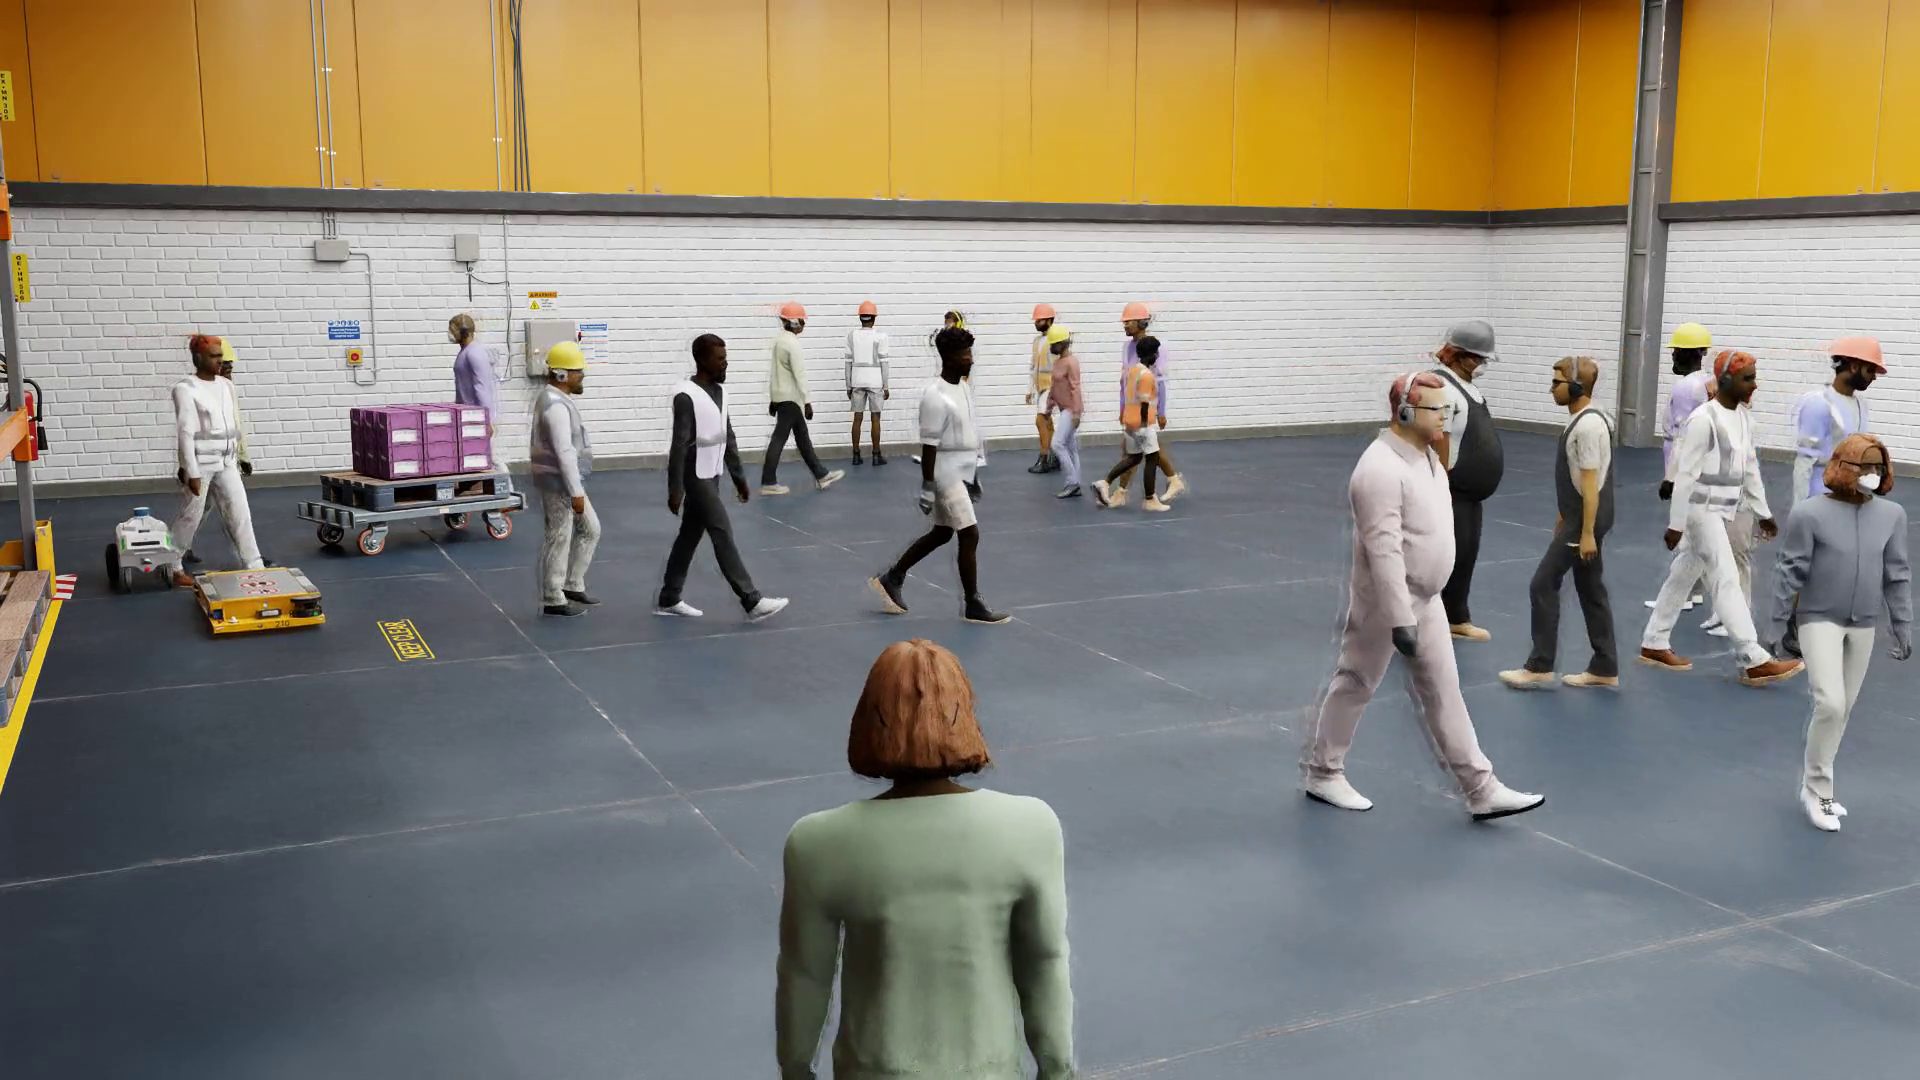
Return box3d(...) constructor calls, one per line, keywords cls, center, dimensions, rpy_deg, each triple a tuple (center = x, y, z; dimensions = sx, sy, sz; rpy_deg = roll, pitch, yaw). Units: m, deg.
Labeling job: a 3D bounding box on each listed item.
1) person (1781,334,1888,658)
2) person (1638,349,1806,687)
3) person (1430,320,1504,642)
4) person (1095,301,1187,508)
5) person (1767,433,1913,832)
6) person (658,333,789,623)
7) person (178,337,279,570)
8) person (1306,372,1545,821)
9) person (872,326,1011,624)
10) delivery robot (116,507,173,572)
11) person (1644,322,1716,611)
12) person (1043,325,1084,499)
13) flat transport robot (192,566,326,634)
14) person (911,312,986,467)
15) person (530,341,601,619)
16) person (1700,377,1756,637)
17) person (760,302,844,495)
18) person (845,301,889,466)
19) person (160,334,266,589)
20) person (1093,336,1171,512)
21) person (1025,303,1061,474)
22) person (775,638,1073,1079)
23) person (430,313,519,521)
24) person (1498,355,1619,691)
box3d(cls="person", center=(5.090, -0.239, 9.683), dimensions=(0.560, 1.901, 0.413), rpy_deg=(-7, 11, -36))
box3d(cls="person", center=(4.244, -0.129, 9.207), dimensions=(0.962, 1.832, 0.587), rpy_deg=(8, 12, 40))
box3d(cls="person", center=(2.924, -0.371, 10.089), dimensions=(0.716, 2.000, 0.698), rpy_deg=(6, 11, 31))
box3d(cls="person", center=(1.799, -1.313, 16.117), dimensions=(1.060, 1.996, 0.609), rpy_deg=(-4, 10, -24))
box3d(cls="person", center=(3.612, 0.375, 6.771), dimensions=(0.540, 1.612, 0.581), rpy_deg=(-1, 9, -7))
box3d(cls="person", center=(-1.565, -0.388, 10.745), dimensions=(1.011, 1.863, 0.617), rpy_deg=(2, 9, 14))
box3d(cls="person", center=(-5.709, -0.653, 12.679), dimensions=(0.961, 1.782, 0.597), rpy_deg=(1, 9, 5))
box3d(cls="person", center=(1.874, 0.252, 6.789), dimensions=(1.009, 1.849, 0.662), rpy_deg=(7, 12, 38))
box3d(cls="person", center=(-0.136, -0.425, 10.774), dimensions=(0.923, 1.936, 0.607), rpy_deg=(2, 9, 15))
box3d(cls="delivery robot", center=(-5.908, 0.007, 12.034), dimensions=(0.477, 0.478, 0.707), rpy_deg=(-5, 11, -28))
box3d(cls="person", center=(4.855, -0.485, 11.141), dimensions=(0.369, 1.928, 0.586), rpy_deg=(8, 12, 42))
box3d(cls="person", center=(1.049, -1.264, 16.558), dimensions=(0.460, 1.738, 0.583), rpy_deg=(-2, 9, -11))
box3d(cls="flat transport robot", center=(-4.638, 0.372, 10.951), dimensions=(0.652, 0.197, 1.431), rpy_deg=(-5, 10, -29))
box3d(cls="person", center=(-0.073, -1.708, 19.112), dimensions=(1.018, 1.808, 0.533), rpy_deg=(-8, 12, -42))
box3d(cls="person", center=(-2.531, -0.380, 10.839), dimensions=(0.513, 1.814, 0.616), rpy_deg=(-2, 9, -12))
box3d(cls="person", center=(4.772, -0.207, 10.329), dimensions=(0.386, 1.621, 0.541), rpy_deg=(2, 9, 14))
box3d(cls="person", center=(-1.620, -1.443, 16.991), dimensions=(1.000, 1.948, 0.655), rpy_deg=(-4, 10, -21))
box3d(cls="person", center=(-1.078, -1.834, 19.515), dimensions=(0.545, 1.929, 0.389), rpy_deg=(3, 10, 18))
box3d(cls="person", center=(-5.322, -0.535, 11.757), dimensions=(1.000, 1.837, 0.594), rpy_deg=(3, 10, 18))
box3d(cls="person", center=(1.624, -1.093, 15.702), dimensions=(0.639, 1.667, 0.544), rpy_deg=(-2, 9, -12))
box3d(cls="person", center=(0.905, -1.691, 18.675), dimensions=(0.683, 1.911, 0.570), rpy_deg=(-5, 11, -30))
box3d(cls="person", center=(-0.073, 0.968, 3.057), dimensions=(0.532, 1.613, 0.515), rpy_deg=(-1, 9, -9))
box3d(cls="person", center=(-4.535, -1.118, 15.190), dimensions=(1.006, 1.881, 0.664), rpy_deg=(-4, 10, -22))
box3d(cls="person", center=(3.242, -0.081, 8.967), dimensions=(0.766, 1.814, 0.544), rpy_deg=(3, 10, 19))
